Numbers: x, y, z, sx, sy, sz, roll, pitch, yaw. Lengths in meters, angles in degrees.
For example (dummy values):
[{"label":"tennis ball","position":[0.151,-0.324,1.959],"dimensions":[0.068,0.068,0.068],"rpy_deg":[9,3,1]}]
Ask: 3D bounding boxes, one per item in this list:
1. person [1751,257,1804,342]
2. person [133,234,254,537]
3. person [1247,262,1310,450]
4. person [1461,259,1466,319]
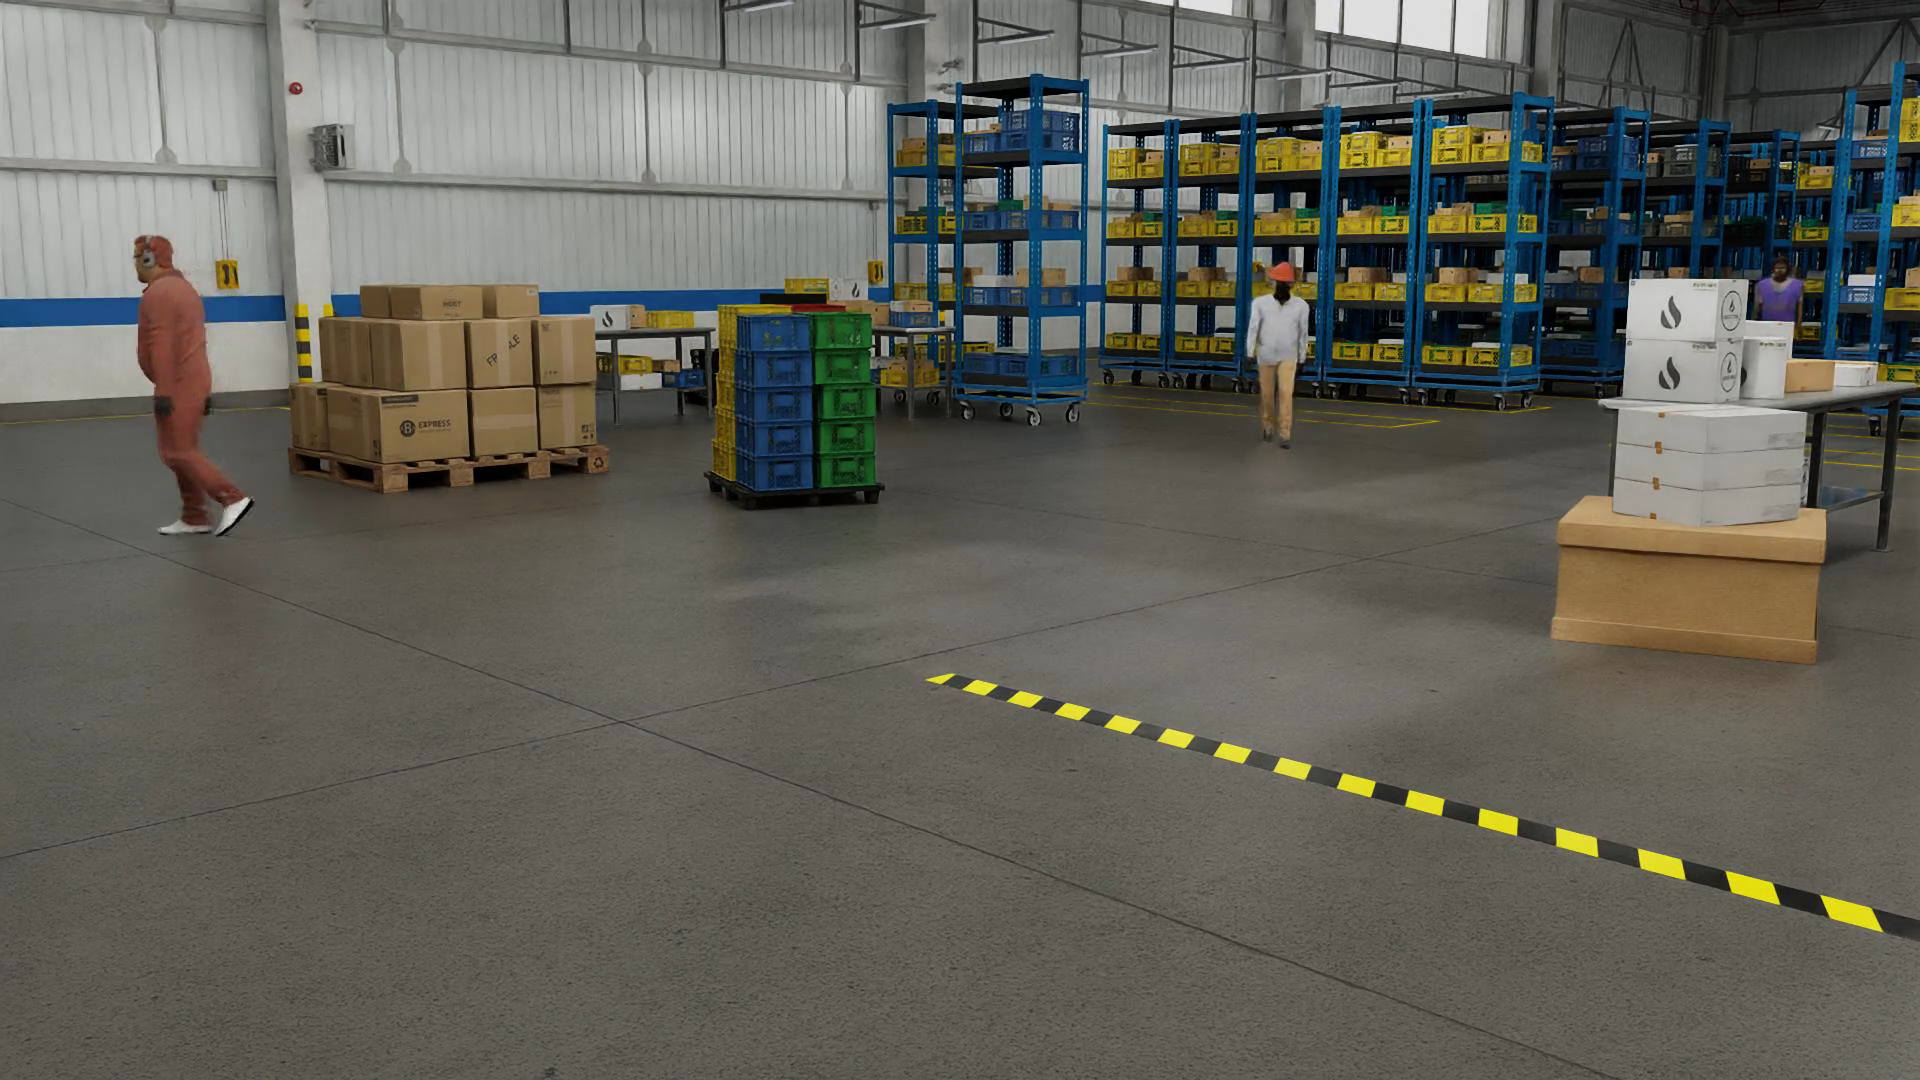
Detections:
[{"label":"person","position":[10.468,-2.722,21.325],"dimensions":[0.588,1.786,0.825],"rpy_deg":[6,11,32]},{"label":"person","position":[-4.759,-0.943,10.308],"dimensions":[0.602,1.876,0.670],"rpy_deg":[-2,10,-10]},{"label":"person","position":[2.961,-1.731,15.516],"dimensions":[0.562,1.716,0.871],"rpy_deg":[2,10,10]},{"label":"person","position":[10.578,-5.055,35.221],"dimensions":[0.615,1.806,0.681],"rpy_deg":[5,11,30]}]
